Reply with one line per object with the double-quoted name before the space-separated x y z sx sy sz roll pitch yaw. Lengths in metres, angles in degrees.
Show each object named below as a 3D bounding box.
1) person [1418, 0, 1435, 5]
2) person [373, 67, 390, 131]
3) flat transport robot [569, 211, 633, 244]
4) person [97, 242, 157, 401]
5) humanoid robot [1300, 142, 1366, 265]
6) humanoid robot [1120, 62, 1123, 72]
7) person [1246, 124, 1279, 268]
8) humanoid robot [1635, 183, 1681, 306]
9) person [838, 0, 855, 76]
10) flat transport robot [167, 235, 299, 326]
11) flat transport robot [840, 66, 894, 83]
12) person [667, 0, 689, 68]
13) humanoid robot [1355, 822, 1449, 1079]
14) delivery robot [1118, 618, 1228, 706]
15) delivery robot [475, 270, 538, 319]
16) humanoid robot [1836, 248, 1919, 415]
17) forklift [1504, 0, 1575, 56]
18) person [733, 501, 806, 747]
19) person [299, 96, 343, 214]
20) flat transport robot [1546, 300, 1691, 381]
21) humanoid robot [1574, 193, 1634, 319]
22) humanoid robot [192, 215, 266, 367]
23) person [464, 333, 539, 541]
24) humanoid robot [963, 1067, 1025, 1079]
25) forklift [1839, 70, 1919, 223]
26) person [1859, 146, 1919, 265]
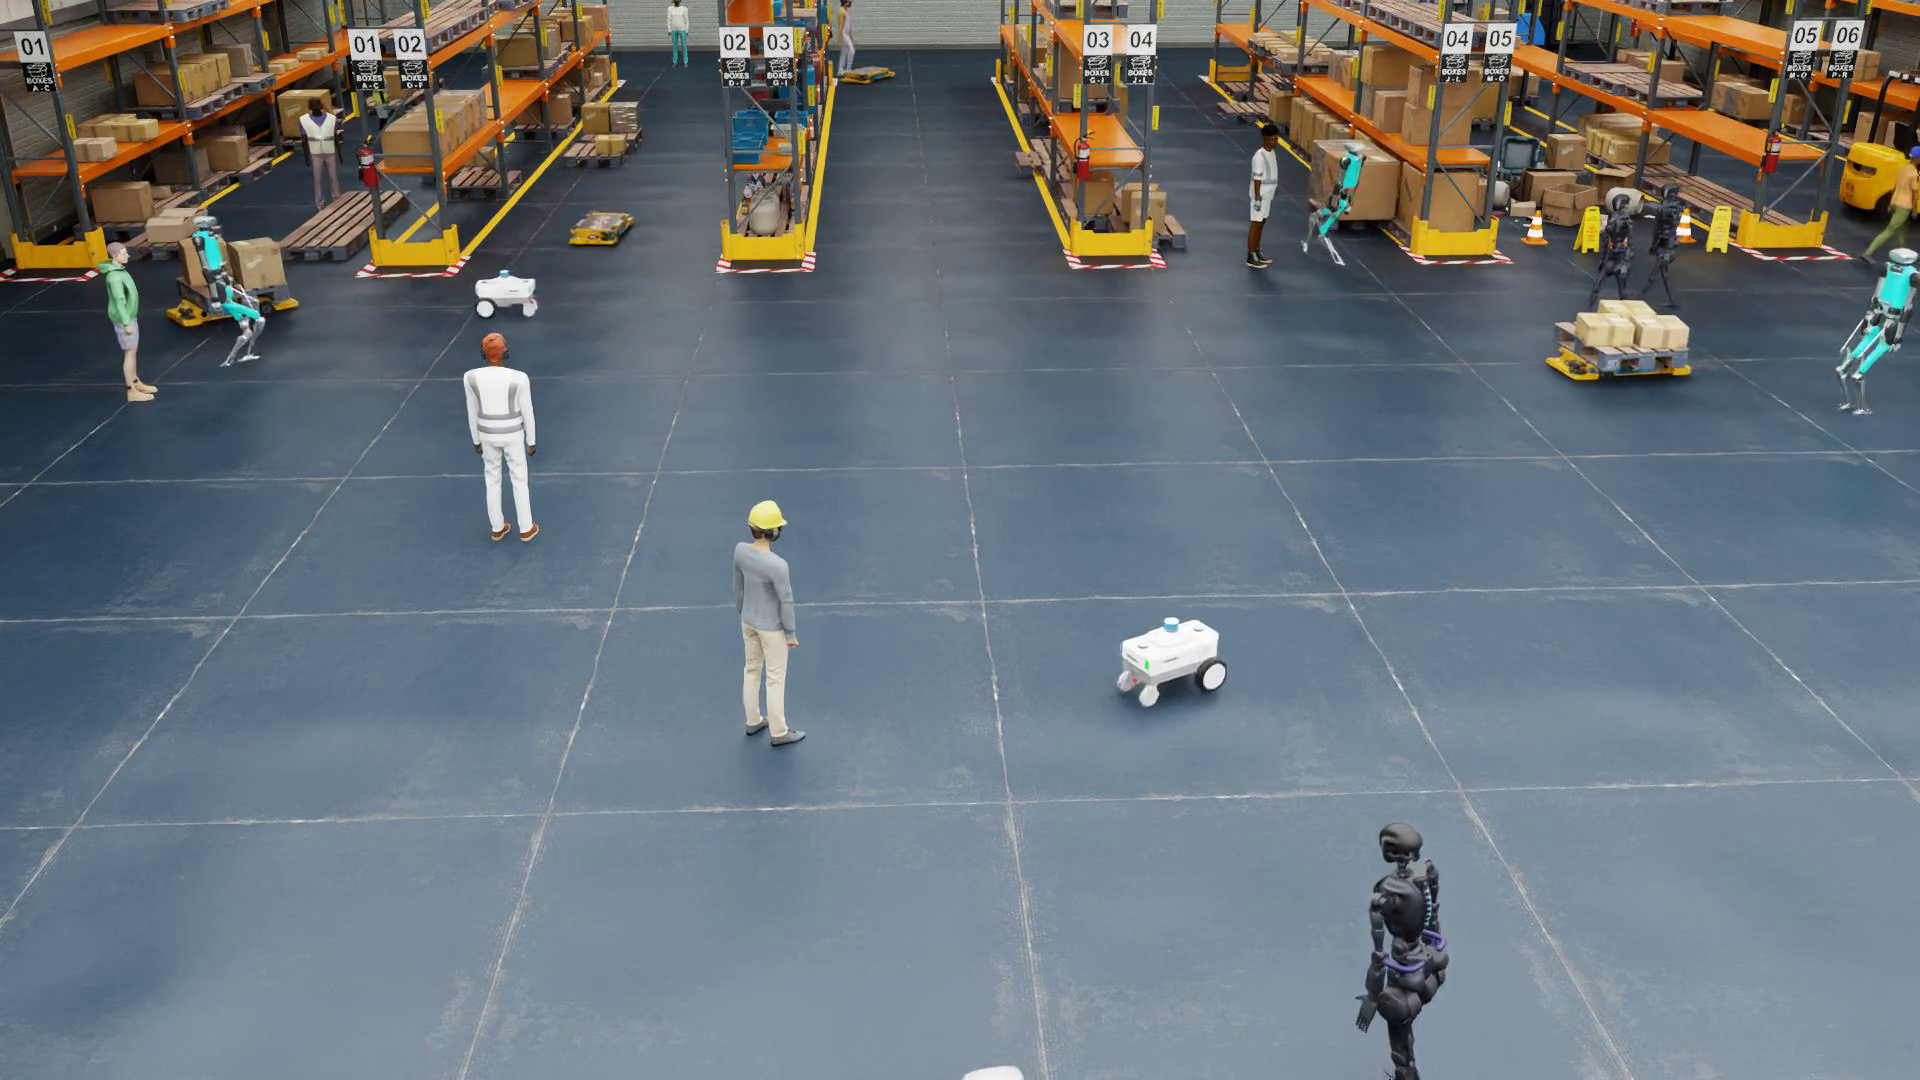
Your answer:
"person" 11.732 -13.058 41.931 0.387 1.798 0.603 -14 28 -29
"person" -10.800 -8.185 31.106 0.319 1.696 0.532 -9 26 -19
"flat transport robot" -5.388 -4.690 25.010 0.659 0.231 1.431 1 24 1
"person" -9.016 -2.364 17.989 0.317 1.736 0.478 -8 25 -17
"humanoid robot" 5.136 -4.775 23.461 1.023 1.765 0.551 21 31 39
"humanoid robot" 3.635 -12.068 39.813 0.538 1.767 0.971 -15 28 -30
"person" 4.231 -4.809 23.193 0.373 1.965 0.605 12 27 25
"humanoid robot" 8.950 -3.758 21.236 0.776 1.620 0.612 1 24 1
"person" -2.634 -11.885 39.242 0.659 1.837 0.558 5 24 11
"flat transport robot" -9.283 -3.003 21.221 1.431 0.231 0.659 -19 30 -36
"flat transport robot" -2.166 -10.873 38.903 0.659 0.231 1.431 12 27 25
"person" -6.869 -12.432 40.562 0.524 1.771 0.302 2 24 4
"humanoid robot" 2.171 2.099 8.037 0.613 1.637 0.438 -22 32 -40
"delivery robot" 1.555 0.861 12.206 0.812 0.611 0.499 -14 28 -29
"delivery robot" -5.787 -3.115 21.143 0.816 0.613 0.499 -2 24 -4
"humanoid robot" 9.586 -2.153 17.535 0.694 1.816 0.533 -7 25 -15
"forklift" 14.700 -13.805 42.301 1.873 2.768 1.129 -1 24 -2
"person" -1.309 0.562 11.370 0.531 1.765 0.326 20 31 37
"person" -10.010 -6.049 26.126 0.567 1.843 0.374 -12 27 -25
"flat transport robot" 7.547 -2.049 19.075 1.431 0.231 0.659 -4 24 -9
"humanoid robot" 8.156 -3.471 20.626 0.757 1.640 0.597 -6 25 -13
"humanoid robot" -8.270 -2.818 19.029 0.797 1.793 0.558 -2 24 -5
"person" -3.976 -0.885 14.492 0.565 1.878 0.353 -1 24 -2
"humanoid robot" 0.047 2.715 6.593 0.560 1.744 1.039 -8 25 -17
"forklift" 15.132 -6.143 25.915 2.313 2.155 1.214 -1 24 -2
"person" 13.126 -4.659 23.210 0.878 1.675 0.449 -1 24 -3
